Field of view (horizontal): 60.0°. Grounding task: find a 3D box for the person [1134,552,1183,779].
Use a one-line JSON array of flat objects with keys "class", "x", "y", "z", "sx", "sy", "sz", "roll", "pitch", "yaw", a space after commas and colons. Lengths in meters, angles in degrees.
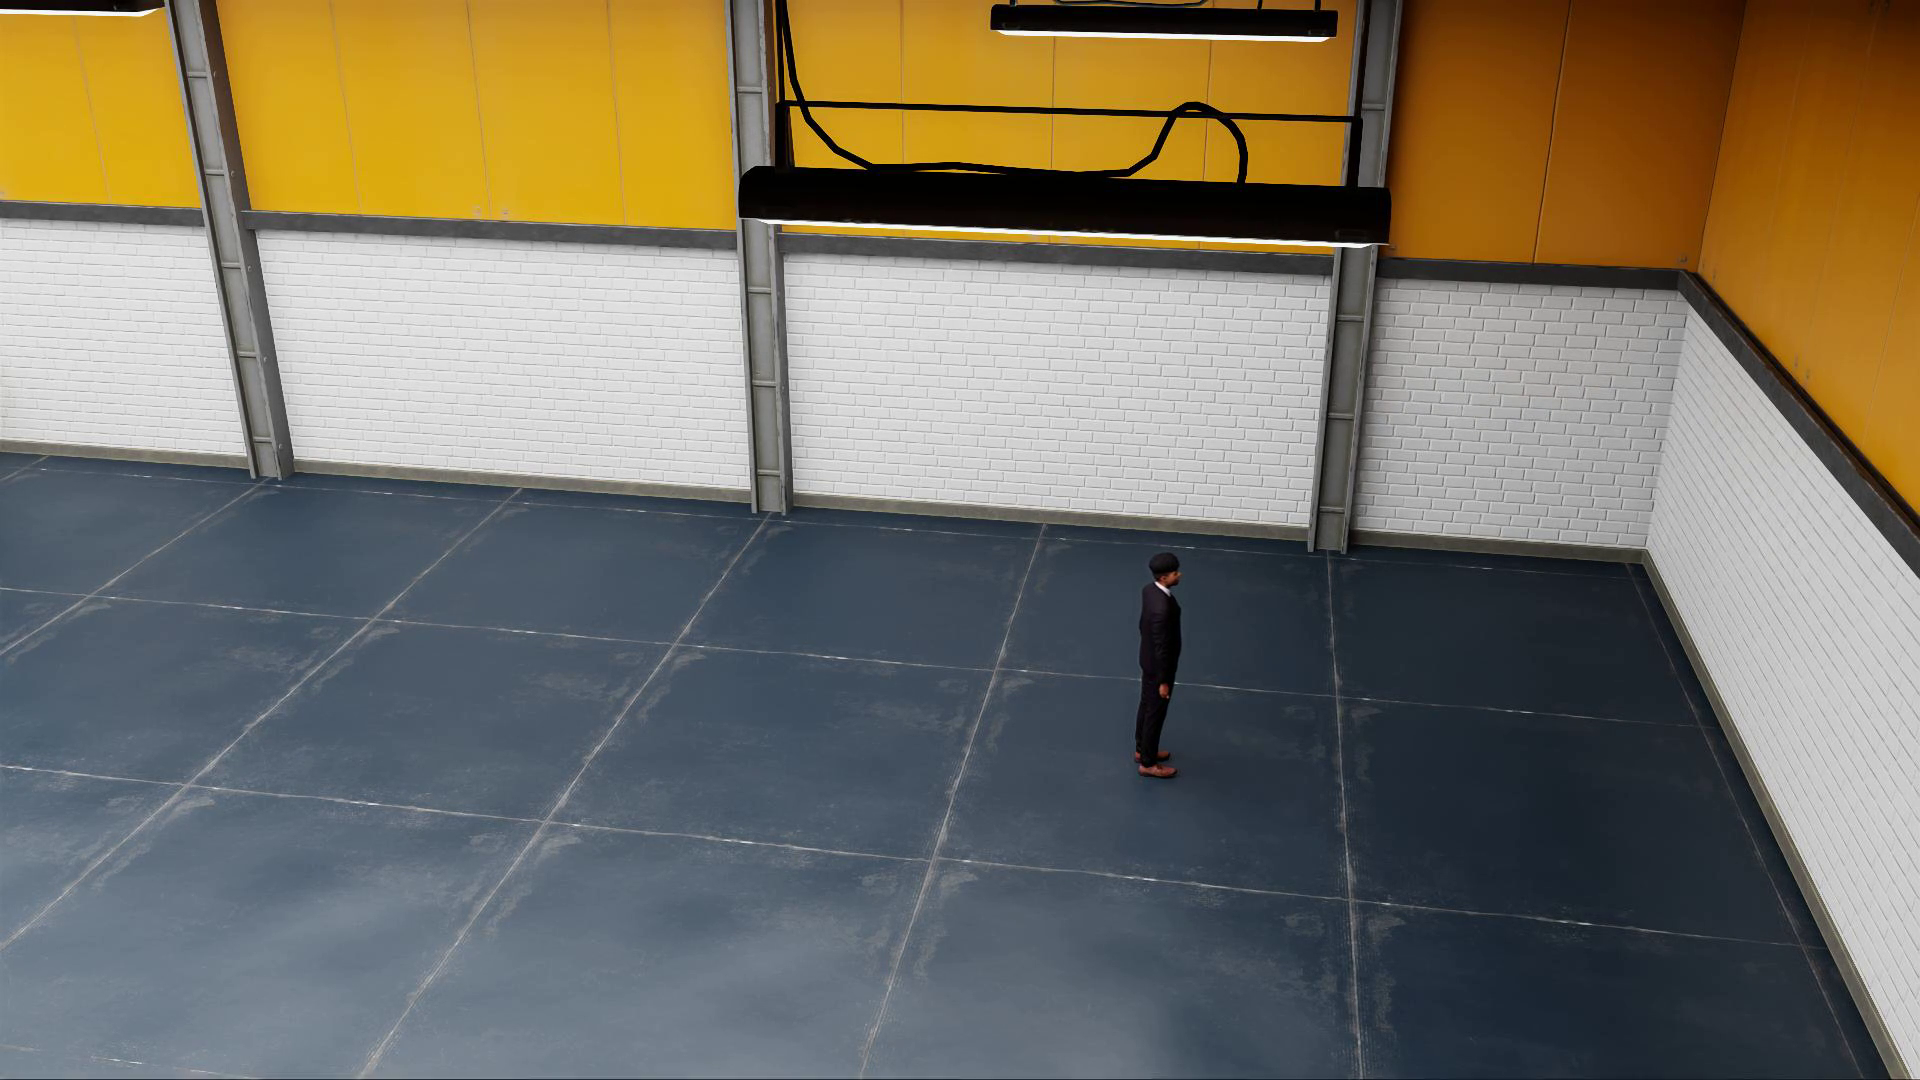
[{"class": "person", "x": 1.539, "y": 0.956, "z": 13.030, "sx": 0.646, "sy": 1.882, "sz": 0.755, "roll": -2, "pitch": 24, "yaw": -4}]
